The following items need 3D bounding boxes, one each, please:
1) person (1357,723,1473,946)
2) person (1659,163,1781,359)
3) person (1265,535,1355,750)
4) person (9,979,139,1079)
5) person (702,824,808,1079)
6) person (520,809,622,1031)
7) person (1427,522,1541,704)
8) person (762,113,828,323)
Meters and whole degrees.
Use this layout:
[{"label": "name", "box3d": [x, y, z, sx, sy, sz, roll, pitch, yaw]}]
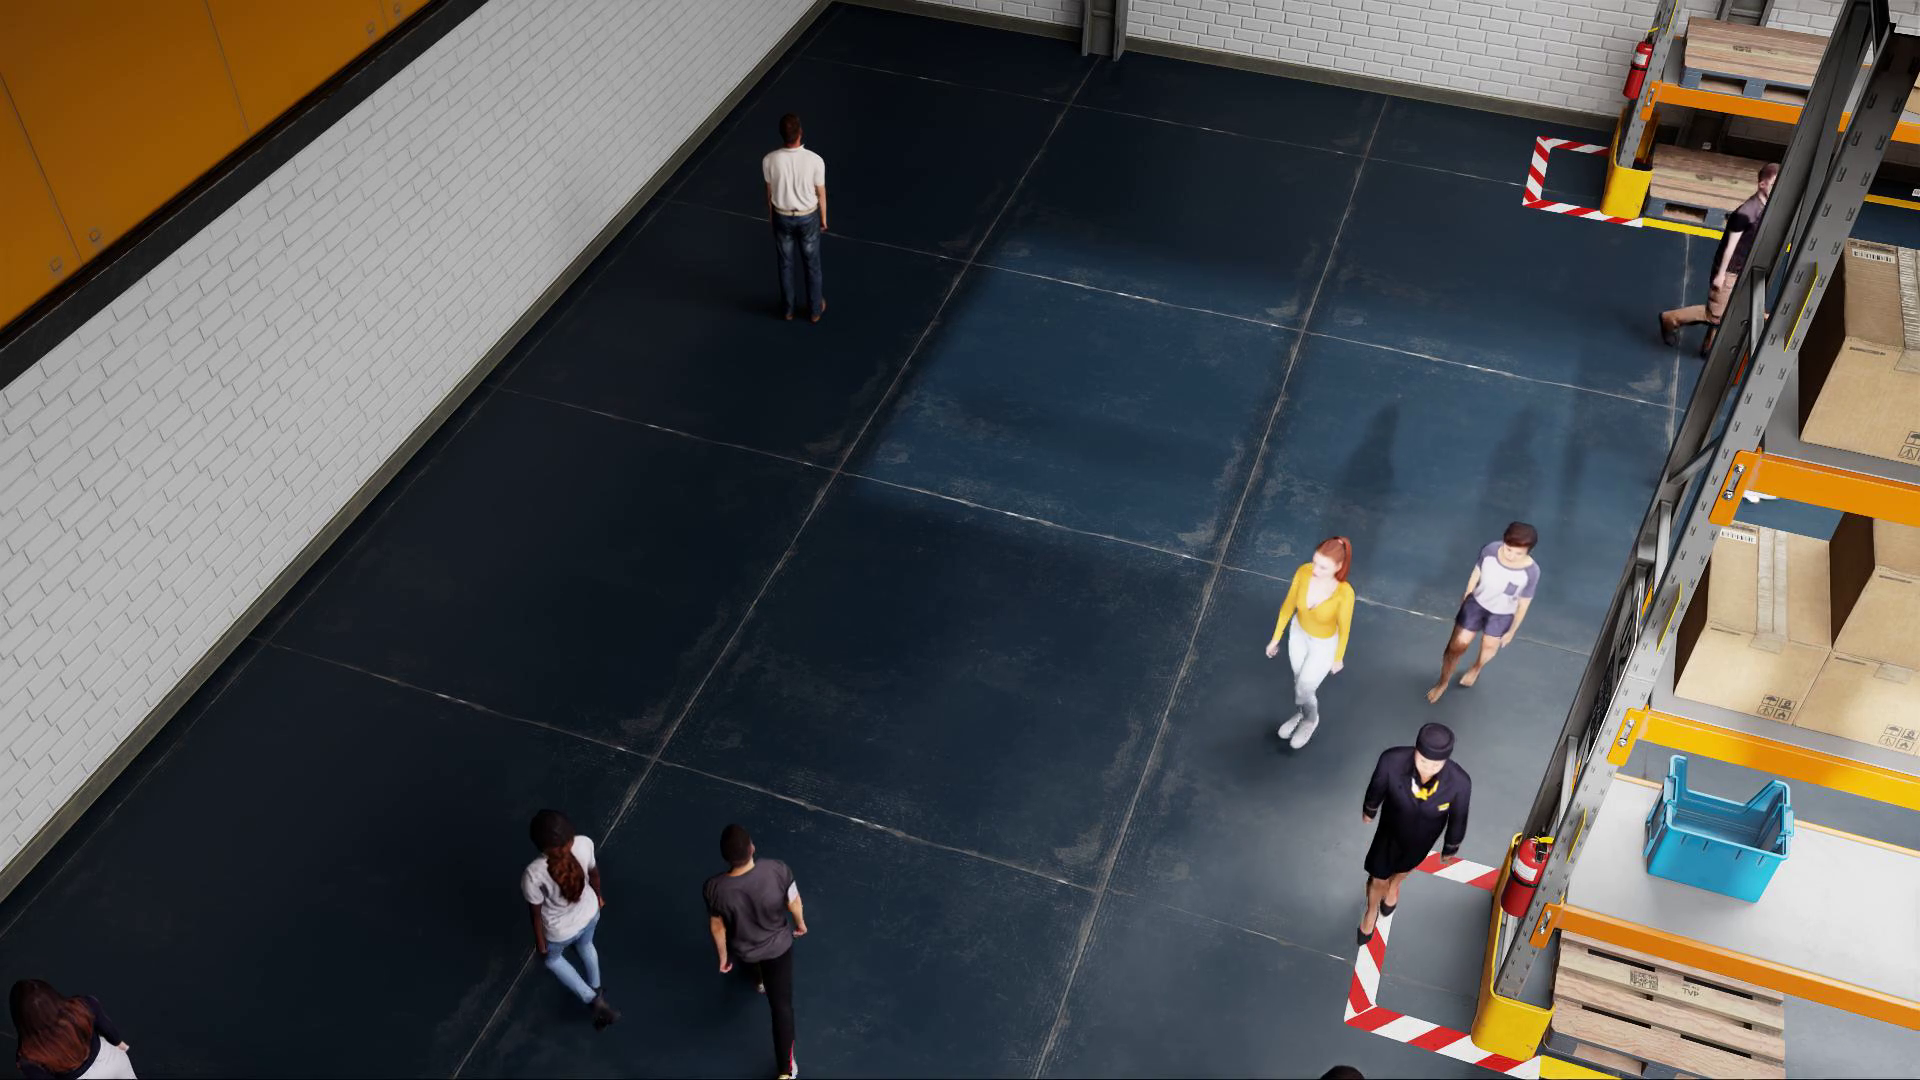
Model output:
[{"label": "person", "box3d": [2.554, 1.558, 9.374, 0.660, 1.660, 0.759, 13, 45, 13]}, {"label": "person", "box3d": [6.091, -2.219, 13.221, 0.922, 1.821, 1.031, -30, 51, -27]}, {"label": "person", "box3d": [2.246, 0.594, 10.331, 0.746, 1.735, 0.664, -29, 51, -27]}, {"label": "person", "box3d": [-4.353, 2.648, 8.267, 0.572, 1.608, 0.626, 20, 47, 20]}, {"label": "person", "box3d": [-1.041, 2.181, 8.680, 1.237, 1.715, 1.154, -8, 44, -8]}, {"label": "person", "box3d": [-2.022, 2.055, 8.813, 0.837, 1.713, 0.749, 32, 52, 29]}, {"label": "person", "box3d": [3.460, 0.394, 10.682, 0.754, 1.541, 0.756, 29, 51, 27]}, {"label": "person", "box3d": [-1.349, -2.621, 13.621, 0.628, 1.851, 0.782, 1, 44, 1]}]
